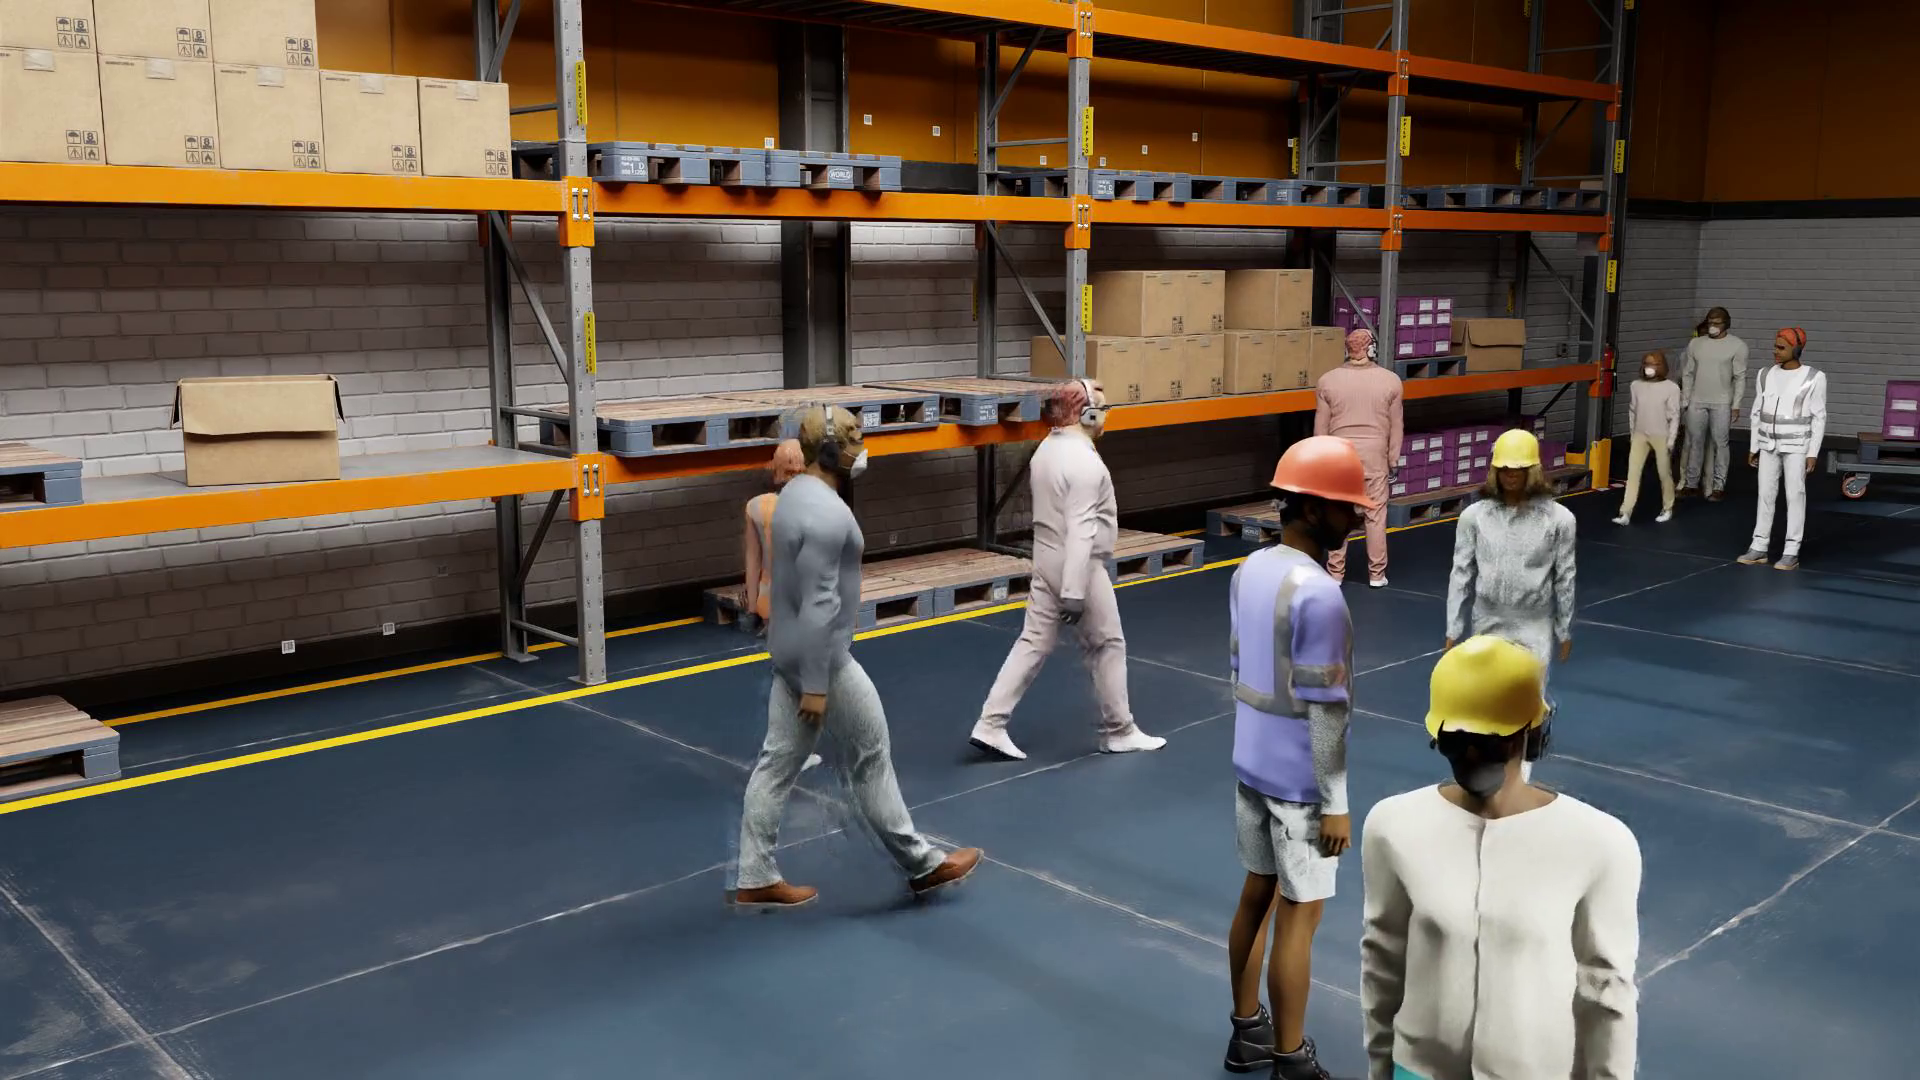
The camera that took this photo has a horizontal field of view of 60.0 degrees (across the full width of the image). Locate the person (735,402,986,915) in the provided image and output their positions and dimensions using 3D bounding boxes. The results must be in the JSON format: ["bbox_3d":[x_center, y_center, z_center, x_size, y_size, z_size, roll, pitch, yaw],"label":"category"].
[{"bbox_3d":[-0.400,0.443,6.152,0.992,1.894,0.658,-3,10,-18],"label":"person"}]

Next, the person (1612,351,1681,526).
[{"bbox_3d":[6.272,-0.921,15.053,0.864,1.582,0.511,-8,13,-40],"label":"person"}]

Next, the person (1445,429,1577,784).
[{"bbox_3d":[2.304,0.389,7.038,0.502,1.695,0.879,5,11,28],"label":"person"}]

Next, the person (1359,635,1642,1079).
[{"bbox_3d":[1.043,1.015,3.242,0.530,1.746,0.615,5,11,27],"label":"person"}]

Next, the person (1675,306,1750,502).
[{"bbox_3d":[7.480,-1.350,16.551,0.370,1.938,0.627,-9,13,-42],"label":"person"}]

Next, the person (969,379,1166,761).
[{"bbox_3d":[0.495,0.153,8.000,0.992,1.861,0.648,-4,10,-22],"label":"person"}]

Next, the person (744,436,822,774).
[{"bbox_3d":[-0.765,0.344,7.574,0.523,1.620,0.670,4,10,21],"label":"person"}]

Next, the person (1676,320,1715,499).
[{"bbox_3d":[7.547,-1.350,16.966,0.531,1.808,0.971,3,10,15],"label":"person"}]

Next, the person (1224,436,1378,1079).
[{"bbox_3d":[0.977,0.664,4.779,0.375,1.930,0.542,-3,10,-15],"label":"person"}]

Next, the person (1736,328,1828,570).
[{"bbox_3d":[6.415,-0.708,12.950,0.360,1.882,0.575,-6,11,-32],"label":"person"}]

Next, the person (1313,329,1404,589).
[{"bbox_3d":[2.912,-0.588,12.192,0.639,1.904,0.402,2,10,13],"label":"person"}]
